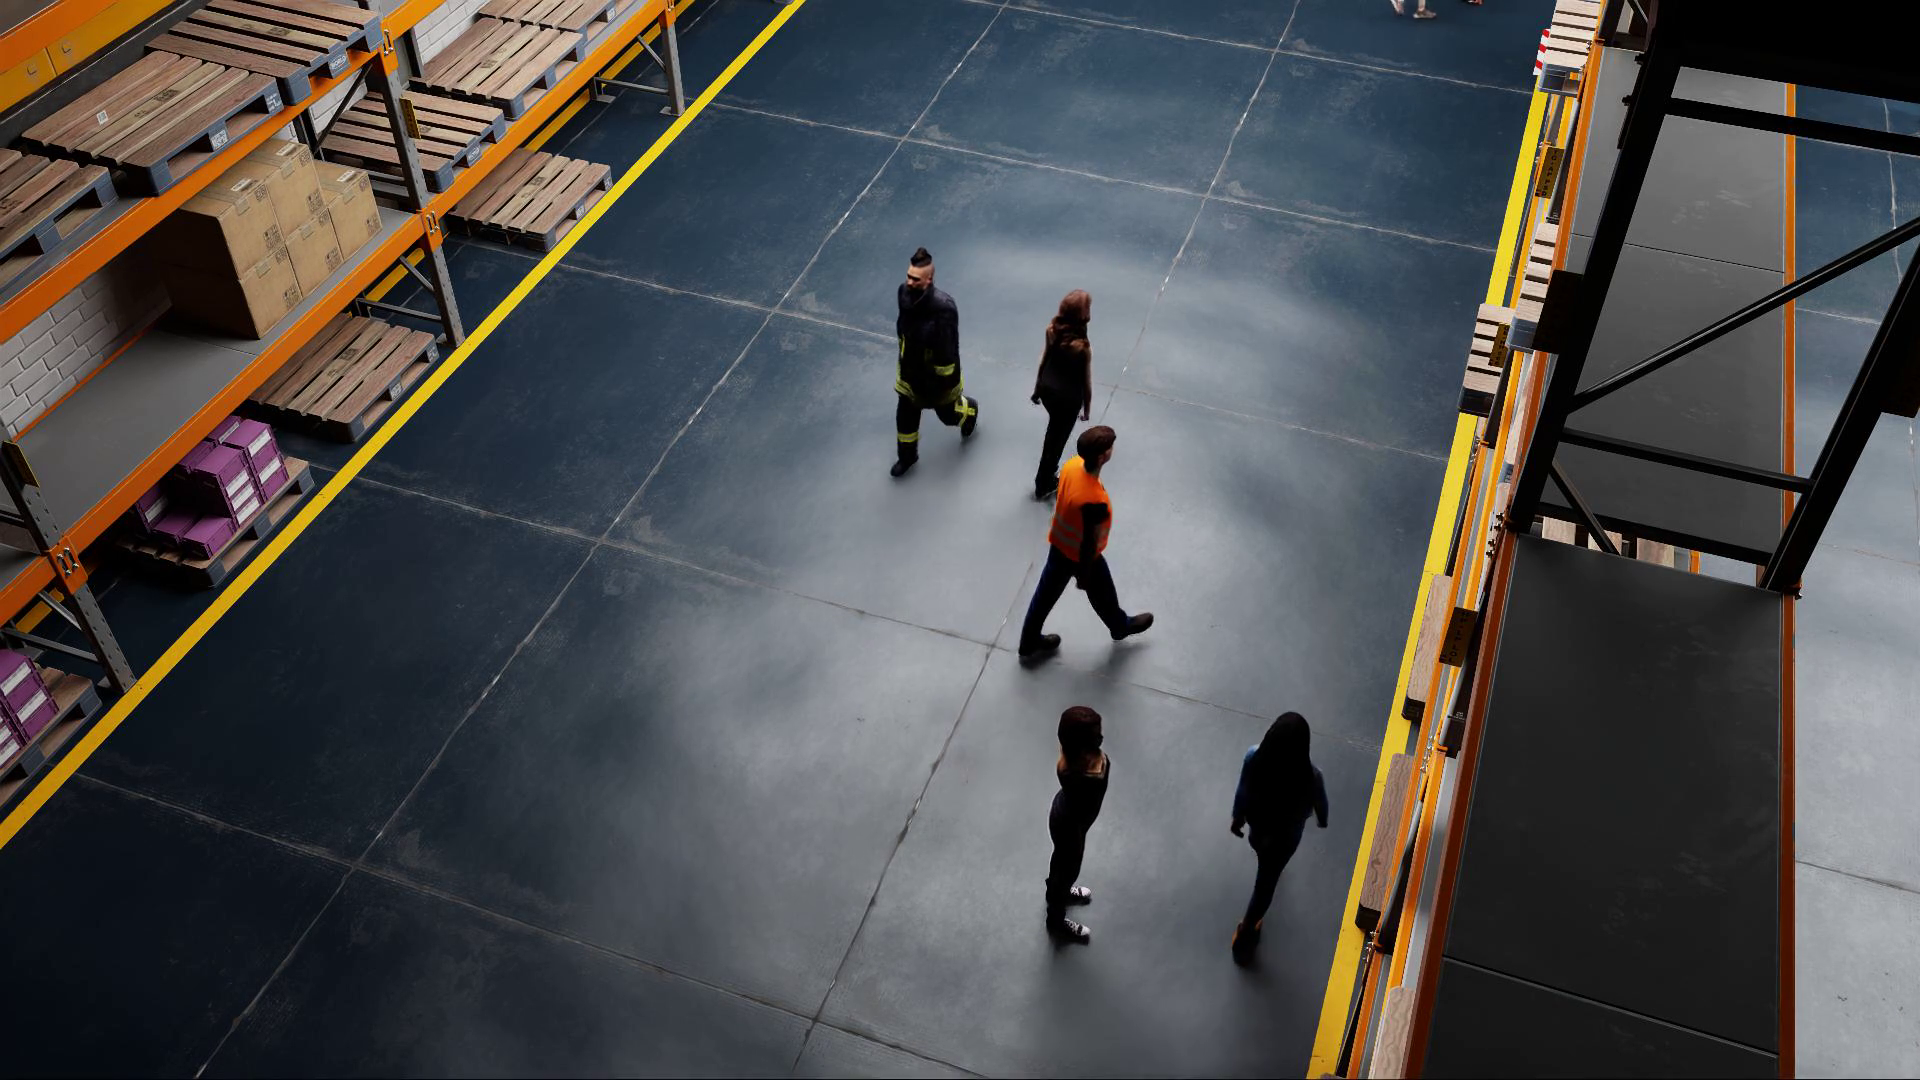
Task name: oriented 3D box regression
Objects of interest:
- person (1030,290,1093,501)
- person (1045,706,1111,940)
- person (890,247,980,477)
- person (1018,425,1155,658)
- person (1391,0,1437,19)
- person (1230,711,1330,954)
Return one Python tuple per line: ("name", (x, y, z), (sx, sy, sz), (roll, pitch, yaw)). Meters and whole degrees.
("person", (0.654, -0.984, 11.797), (0.741, 1.719, 0.810), (31, 52, 29))
("person", (0.614, 1.526, 9.124), (0.719, 1.770, 0.552), (4, 44, 4))
("person", (-0.169, -1.321, 12.073), (0.901, 1.826, 1.166), (26, 49, 25))
("person", (0.668, 0.079, 10.593), (1.222, 1.840, 1.198), (-15, 46, -15))
("person", (4.868, -6.183, 17.424), (0.746, 1.484, 0.781), (6, 44, 6))
("person", (1.670, 1.638, 9.075), (0.786, 1.677, 1.140), (25, 49, 24))
